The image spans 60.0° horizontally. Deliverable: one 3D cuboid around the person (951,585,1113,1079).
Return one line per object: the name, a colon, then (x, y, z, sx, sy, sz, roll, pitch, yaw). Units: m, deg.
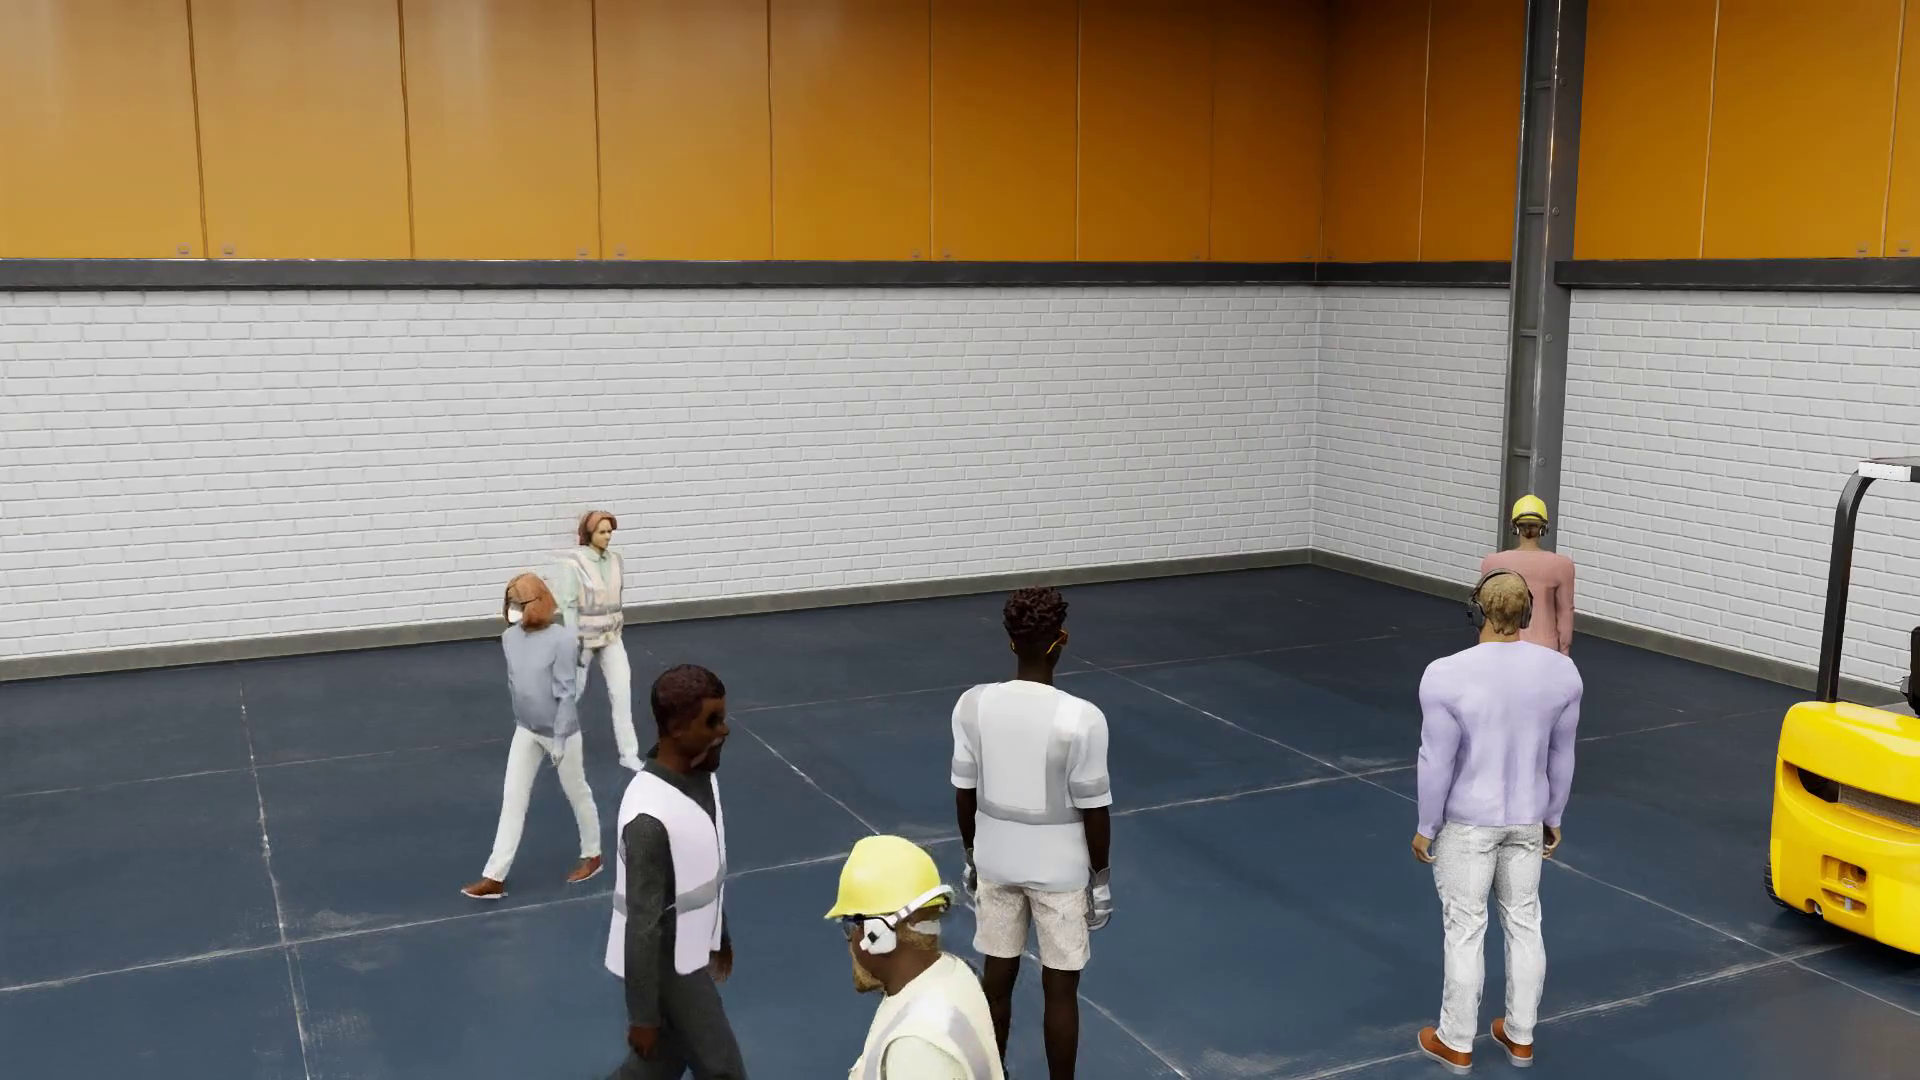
person: (0.262, 1.127, 5.804, 0.607, 1.966, 0.367, 5, 11, 29)

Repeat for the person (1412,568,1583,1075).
person: (2.006, 1.062, 6.298, 0.631, 1.940, 0.372, -2, 9, -11)

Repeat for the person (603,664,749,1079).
person: (-0.943, 1.284, 5.105, 0.905, 1.882, 0.637, 0, 9, 3)

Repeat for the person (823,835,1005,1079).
person: (0.027, 1.563, 3.722, 0.809, 1.786, 0.643, 0, 9, 0)

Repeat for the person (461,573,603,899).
person: (-2.054, 0.953, 8.066, 0.508, 1.586, 0.831, 5, 10, 28)

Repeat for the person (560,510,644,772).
person: (-2.280, 0.600, 10.201, 0.814, 1.604, 0.508, 7, 12, 39)

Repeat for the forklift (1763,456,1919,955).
forklift: (4.857, 0.731, 7.561, 2.313, 2.155, 1.214, -4, 10, -25)

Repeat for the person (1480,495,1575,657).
person: (3.259, 0.619, 9.600, 0.522, 1.763, 0.320, 3, 10, 16)
